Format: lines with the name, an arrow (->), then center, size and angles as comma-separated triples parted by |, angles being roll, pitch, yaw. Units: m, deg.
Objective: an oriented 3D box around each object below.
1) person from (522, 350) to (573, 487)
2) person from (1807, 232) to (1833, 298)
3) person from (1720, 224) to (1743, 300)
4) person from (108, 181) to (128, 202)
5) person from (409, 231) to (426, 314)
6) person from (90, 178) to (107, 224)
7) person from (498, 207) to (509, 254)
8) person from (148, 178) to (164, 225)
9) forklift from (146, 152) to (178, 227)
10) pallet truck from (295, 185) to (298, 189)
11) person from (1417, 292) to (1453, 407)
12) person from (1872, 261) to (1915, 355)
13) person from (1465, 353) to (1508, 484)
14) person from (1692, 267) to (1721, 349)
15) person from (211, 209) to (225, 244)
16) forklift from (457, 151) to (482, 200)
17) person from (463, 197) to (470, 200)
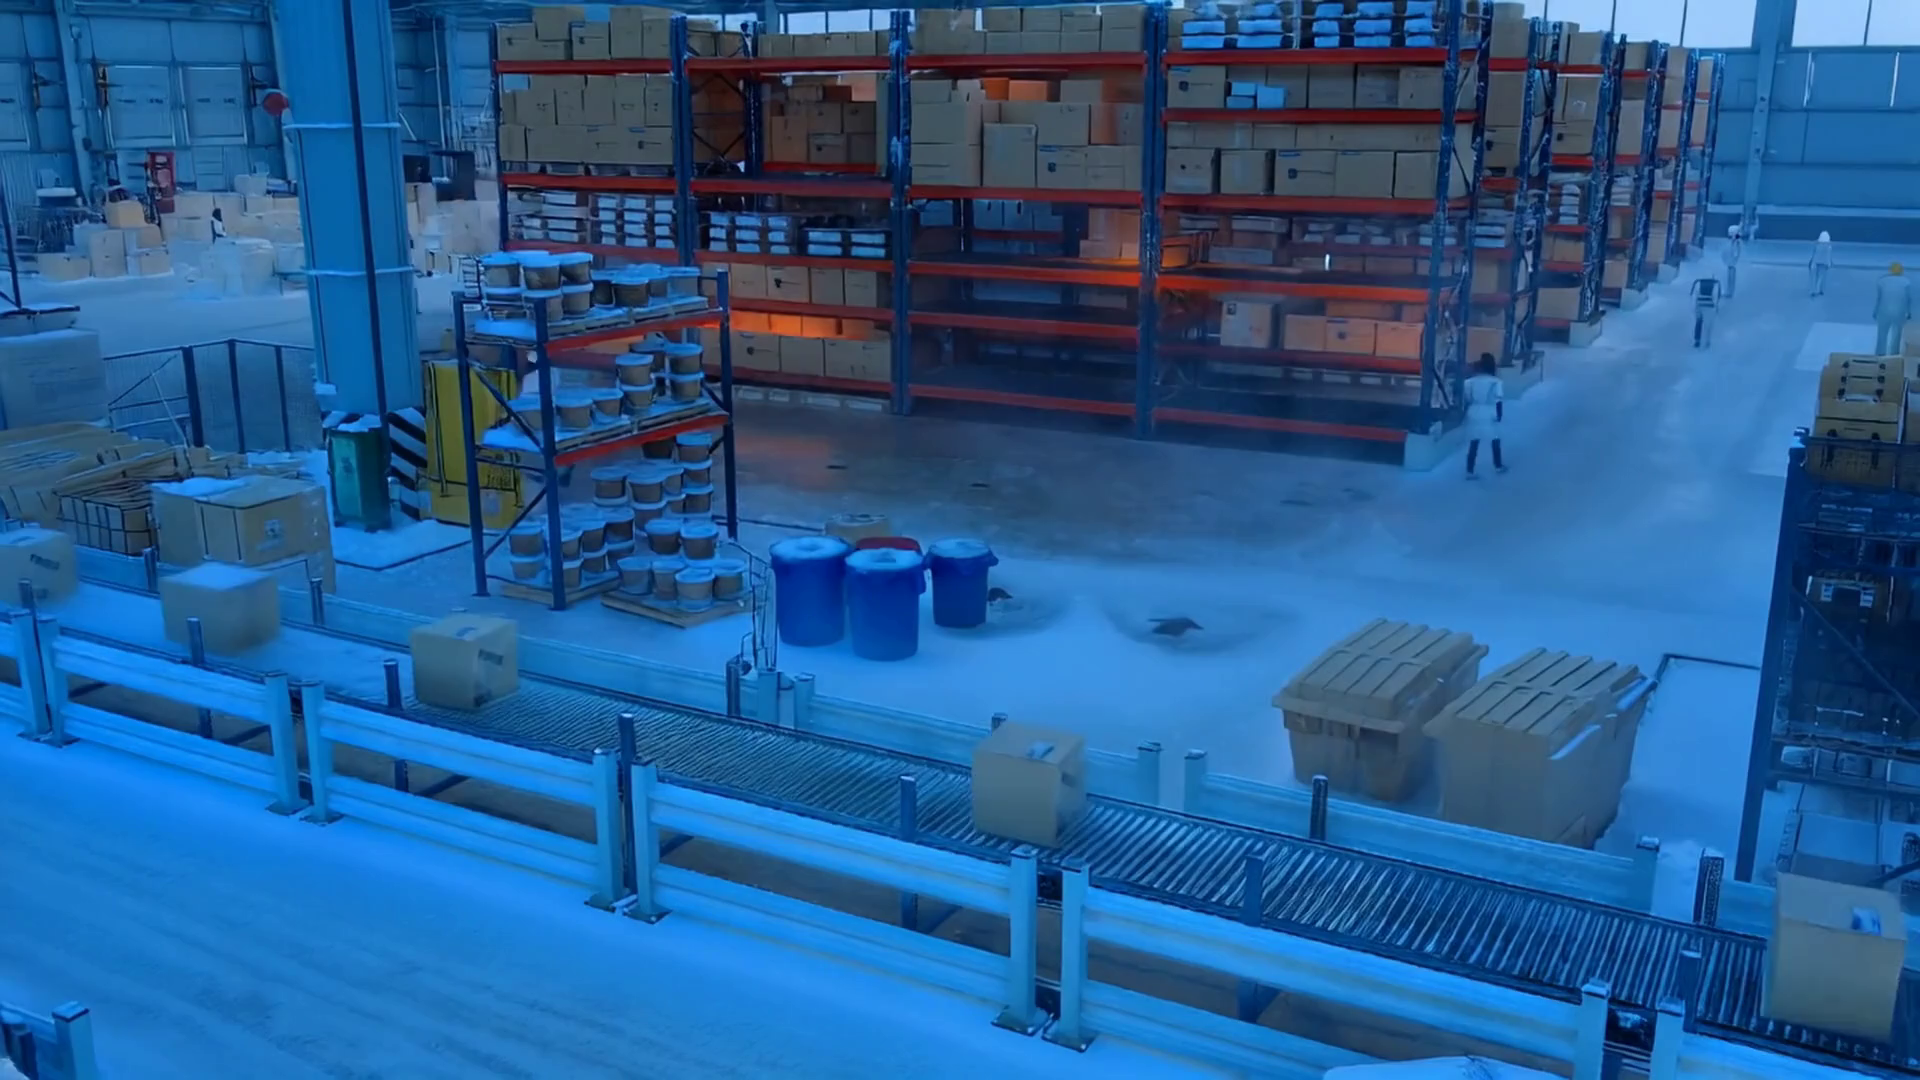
person -> -5.267, -1.564, 21.081 | 0.916, 1.798, 0.606 | 9, 17, 31
person -> 21.342, -6.818, 41.160 | 0.789, 1.599, 0.531 | -10, 18, -34
person -> 18.785, -6.773, 40.554 | 0.429, 1.844, 0.626 | 2, 15, 6
person -> -30.259, -11.951, 59.867 | 0.634, 1.919, 0.582 | -8, 17, -29
person -> -12.537, -6.088, 37.783 | 0.630, 1.938, 0.780 | 3, 15, 12
person -> -31.751, -12.352, 61.333 | 0.545, 1.942, 0.349 | -2, 15, -6
person -> -12.458, -8.237, 45.911 | 0.550, 1.920, 0.671 | 8, 17, 29
person -> -30.240, -12.661, 62.606 | 0.355, 1.883, 0.573 | 13, 20, 40
forklift -> -30.086, -13.242, 62.882 | 1.873, 2.768, 1.129 | 8, 17, 28
pallet truck -> -26.804, -14.617, 69.738 | 1.885, 1.965, 0.823 | -14, 20, -42
person -> 7.278, -2.844, 25.597 | 0.356, 1.937, 0.638 | -7, 17, -26
person -> 17.357, -4.249, 30.973 | 0.670, 1.887, 0.452 | 9, 17, 31
person -> 6.753, -1.556, 21.306 | 0.872, 1.634, 0.582 | -12, 19, -37
person -> 14.672, -4.570, 32.744 | 0.525, 1.594, 0.871 | 9, 17, 29
person -> -20.401, -8.191, 45.875 | 0.512, 1.845, 0.340 | 10, 18, 33
forklift -> -19.017, -13.621, 64.305 | 1.873, 2.768, 1.129 | 1, 15, 2
person -> -14.927, -9.484, 50.611 | 0.621, 1.903, 0.452 | 9, 18, 32
